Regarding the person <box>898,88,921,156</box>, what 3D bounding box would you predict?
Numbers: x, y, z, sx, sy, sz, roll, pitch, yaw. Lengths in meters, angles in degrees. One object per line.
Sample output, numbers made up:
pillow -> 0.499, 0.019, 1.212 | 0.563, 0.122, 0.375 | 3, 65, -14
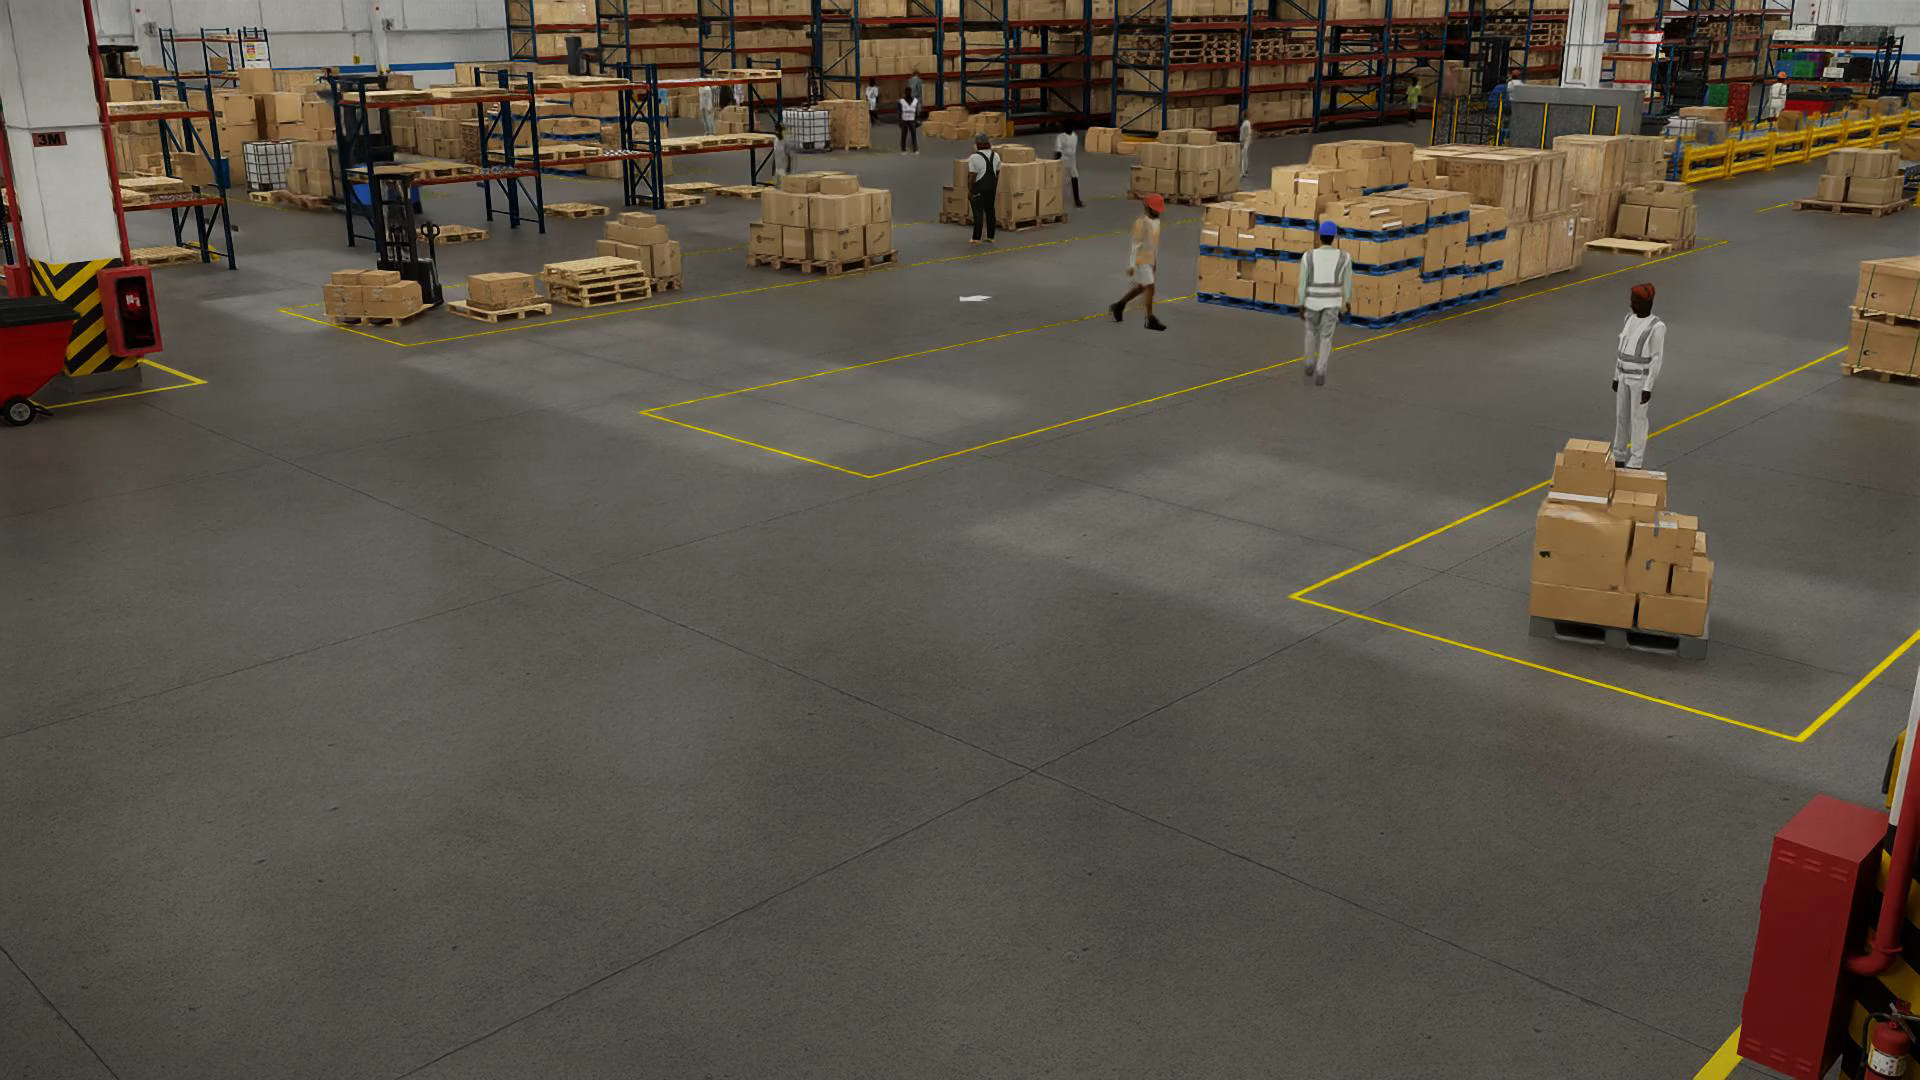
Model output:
person -> -1.432, -11.755, 46.781 | 0.623, 1.867, 0.988 | -8, 20, -22

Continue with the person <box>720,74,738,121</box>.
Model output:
person -> -7.257, -13.701, 52.521 | 0.992, 1.936, 0.648 | 2, 18, 6

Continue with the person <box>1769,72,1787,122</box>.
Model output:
person -> 25.558, -13.575, 51.991 | 0.370, 2.044, 0.608 | -7, 20, -21

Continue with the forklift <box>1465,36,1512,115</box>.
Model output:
forklift -> 19.973, -17.201, 61.605 | 1.873, 2.768, 1.129 | 16, 24, 40

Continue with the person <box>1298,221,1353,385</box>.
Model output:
person -> 4.382, -2.859, 19.918 | 0.634, 1.903, 0.941 | 6, 19, 16

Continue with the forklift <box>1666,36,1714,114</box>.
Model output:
forklift -> 27.341, -17.291, 61.877 | 1.129, 2.768, 1.873 | 17, 25, 41

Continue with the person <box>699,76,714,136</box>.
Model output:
person -> -7.919, -13.430, 51.753 | 0.396, 1.926, 0.641 | -13, 22, -33

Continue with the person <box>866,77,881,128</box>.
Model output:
person -> -2.925, -14.815, 56.280 | 0.640, 1.677, 0.531 | -15, 24, -39

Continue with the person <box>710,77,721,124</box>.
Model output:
person -> -8.377, -15.171, 57.483 | 0.815, 1.603, 0.518 | 16, 24, 39

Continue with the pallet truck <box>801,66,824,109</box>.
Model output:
pallet truck -> -4.812, -15.182, 56.903 | 0.823, 1.965, 1.885 | -9, 21, -26

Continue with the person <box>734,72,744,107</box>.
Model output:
person -> -7.334, -14.661, 55.453 | 0.388, 1.930, 0.541 | -5, 19, -14

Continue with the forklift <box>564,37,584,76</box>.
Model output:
forklift -> -14.198, -17.134, 61.404 | 1.873, 2.768, 1.129 | 2, 18, 6

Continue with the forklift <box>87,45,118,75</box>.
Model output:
forklift -> -26.944, -14.161, 52.447 | 1.873, 2.768, 1.129 | 6, 19, 18

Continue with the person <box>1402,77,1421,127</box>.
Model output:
person -> 15.306, -14.848, 56.422 | 0.836, 1.651, 0.545 | -12, 22, -33

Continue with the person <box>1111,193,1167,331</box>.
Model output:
person -> 2.482, -3.871, 23.024 | 0.908, 1.879, 0.613 | 13, 22, 34

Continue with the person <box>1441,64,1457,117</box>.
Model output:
person -> 17.925, -16.542, 61.190 | 0.648, 1.889, 0.641 | 14, 23, 36

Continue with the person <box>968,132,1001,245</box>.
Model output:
person -> 0.381, -6.471, 30.589 | 0.684, 2.000, 0.538 | -14, 23, -36

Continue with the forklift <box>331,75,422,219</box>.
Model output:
forklift -> -12.138, -8.120, 34.247 | 1.873, 2.768, 1.129 | 17, 25, 41

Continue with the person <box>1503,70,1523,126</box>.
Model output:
person -> 18.857, -15.018, 56.593 | 0.545, 1.895, 1.004 | -6, 19, -19

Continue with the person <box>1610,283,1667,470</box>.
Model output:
person -> 6.454, -1.526, 15.932 | 0.356, 1.887, 0.572 | -4, 19, -13

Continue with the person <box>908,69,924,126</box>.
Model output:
person -> -1.488, -15.071, 56.691 | 0.431, 1.918, 0.663 | -16, 24, -39

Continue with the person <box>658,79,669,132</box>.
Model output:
person -> -9.732, -14.190, 54.383 | 0.322, 1.697, 0.532 | 6, 19, 16

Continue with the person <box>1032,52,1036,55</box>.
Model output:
person -> 3.517, -22.268, 78.573 | 0.582, 1.793, 0.979 | -9, 20, -26

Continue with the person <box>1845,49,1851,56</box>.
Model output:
person -> 40.335, -21.407, 75.764 | 0.630, 1.918, 1.099 | 6, 19, 17

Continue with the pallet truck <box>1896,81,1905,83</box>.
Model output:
pallet truck -> 34.802, -16.331, 61.455 | 0.653, 1.274, 1.630 | 17, 25, 41

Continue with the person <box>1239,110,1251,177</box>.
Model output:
person -> 7.078, -9.891, 41.526 | 0.370, 1.626, 0.536 | 6, 19, 18

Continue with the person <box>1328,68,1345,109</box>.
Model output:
person -> 14.086, -16.826, 62.312 | 0.561, 1.708, 0.860 | -16, 24, -39

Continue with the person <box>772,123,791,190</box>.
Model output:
person -> -3.725, -7.805, 34.899 | 0.582, 1.858, 0.538 | -17, 25, -42

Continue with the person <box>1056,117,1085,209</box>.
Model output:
person -> 2.290, -8.106, 35.722 | 0.611, 1.919, 1.032 | -14, 23, -35

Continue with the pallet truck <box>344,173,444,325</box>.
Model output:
pallet truck -> -8.209, -4.181, 23.757 | 0.823, 1.965, 1.885 | 3, 19, 9
